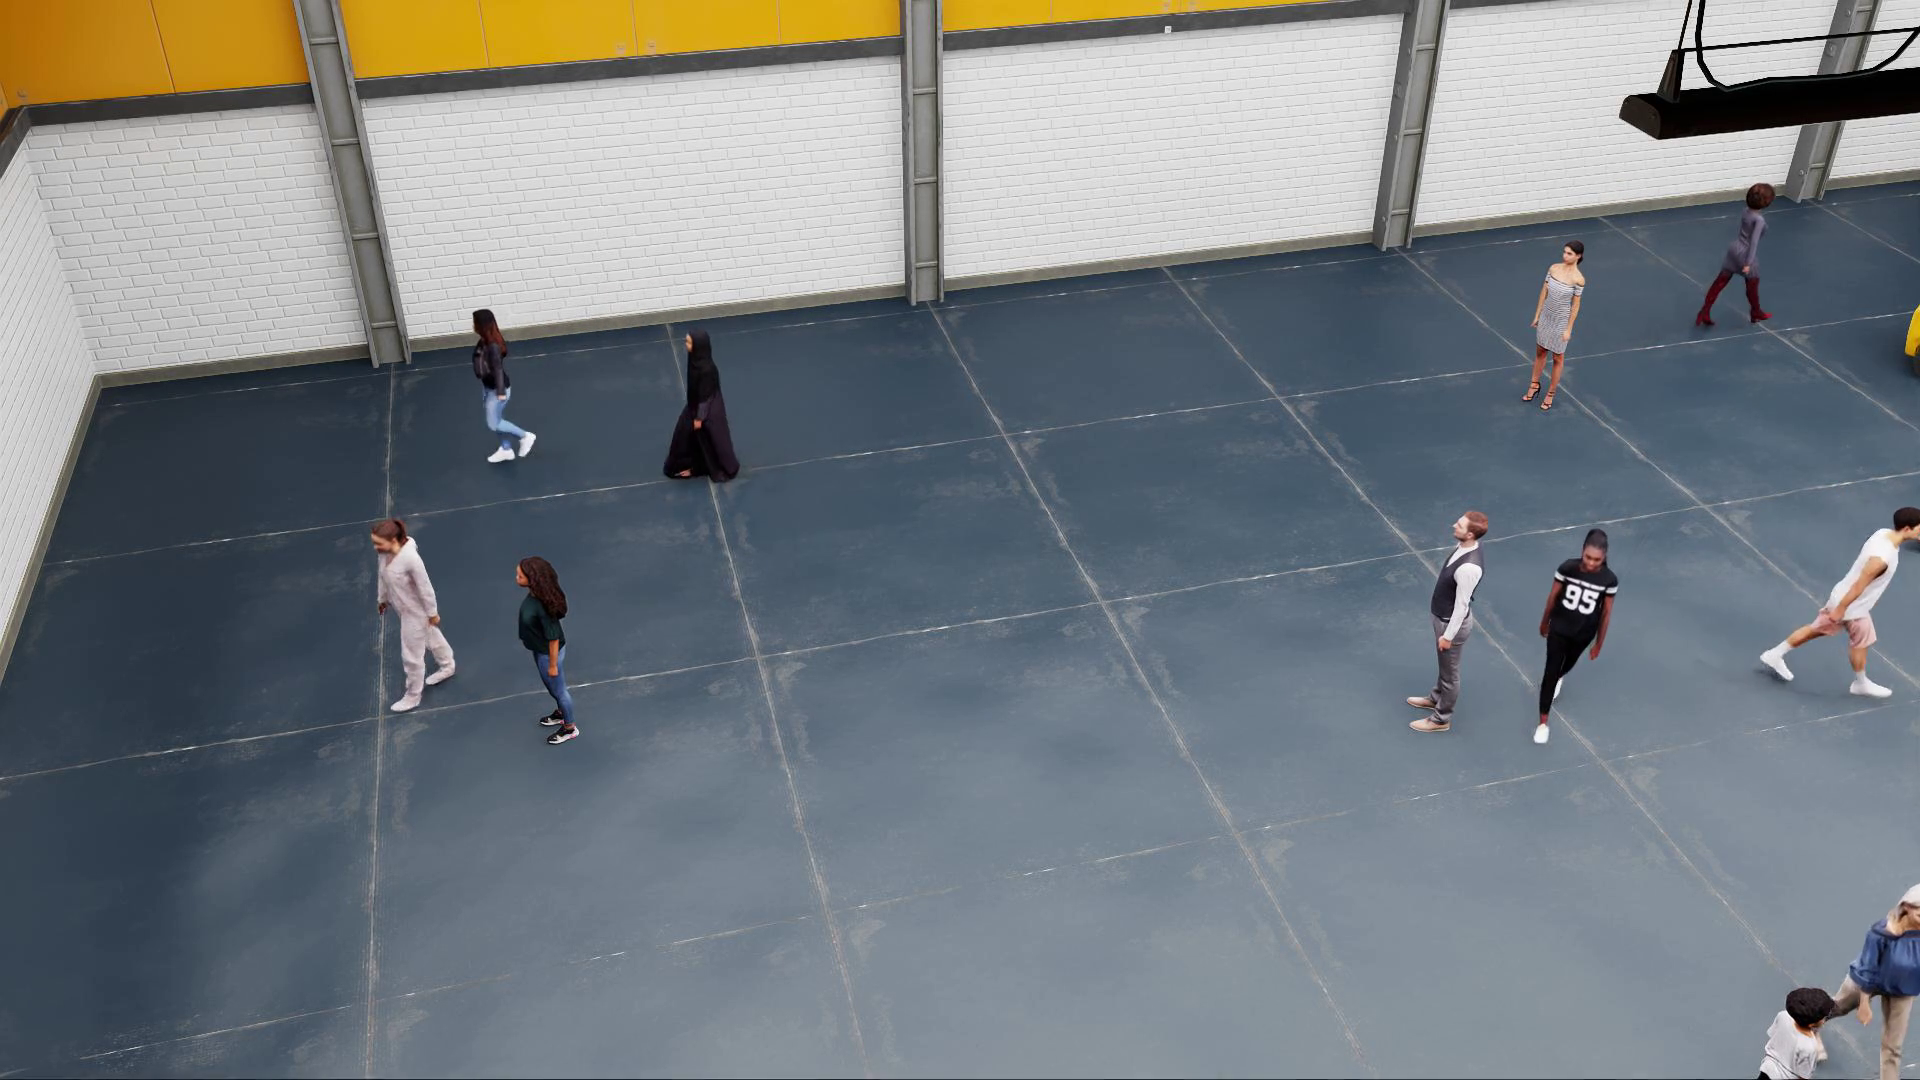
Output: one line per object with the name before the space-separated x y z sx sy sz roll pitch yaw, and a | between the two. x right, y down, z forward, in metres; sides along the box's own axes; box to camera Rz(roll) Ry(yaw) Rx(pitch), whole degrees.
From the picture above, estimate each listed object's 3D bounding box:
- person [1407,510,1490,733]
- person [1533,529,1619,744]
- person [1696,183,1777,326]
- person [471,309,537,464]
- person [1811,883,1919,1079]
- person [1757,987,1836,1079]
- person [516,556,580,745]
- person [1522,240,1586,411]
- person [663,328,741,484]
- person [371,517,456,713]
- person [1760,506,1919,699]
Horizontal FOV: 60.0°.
person | 3.731 0.596 12.565 0.730 1.938 0.741 6 34 9
person | 4.702 0.648 12.716 1.207 1.684 1.157 13 36 19
person | 8.550 -3.106 18.375 1.107 1.671 0.727 -4 34 -5
person | -4.383 -1.468 15.956 0.753 1.621 0.706 -14 36 -20
person | 5.379 2.583 9.841 1.114 1.644 0.813 -3 34 -4
person | 4.720 3.026 9.521 0.499 1.261 0.498 -6 34 -9
person | -3.102 0.816 12.525 0.623 1.616 0.625 -13 36 -18
person | 6.046 -2.191 16.863 0.652 1.822 0.668 -22 39 -29
person | -2.320 -1.270 15.668 1.022 1.611 0.744 -17 37 -24
person | -4.185 0.487 12.983 0.913 1.656 1.028 29 43 36
person | 6.844 0.472 12.957 1.270 1.711 1.141 16 37 22
